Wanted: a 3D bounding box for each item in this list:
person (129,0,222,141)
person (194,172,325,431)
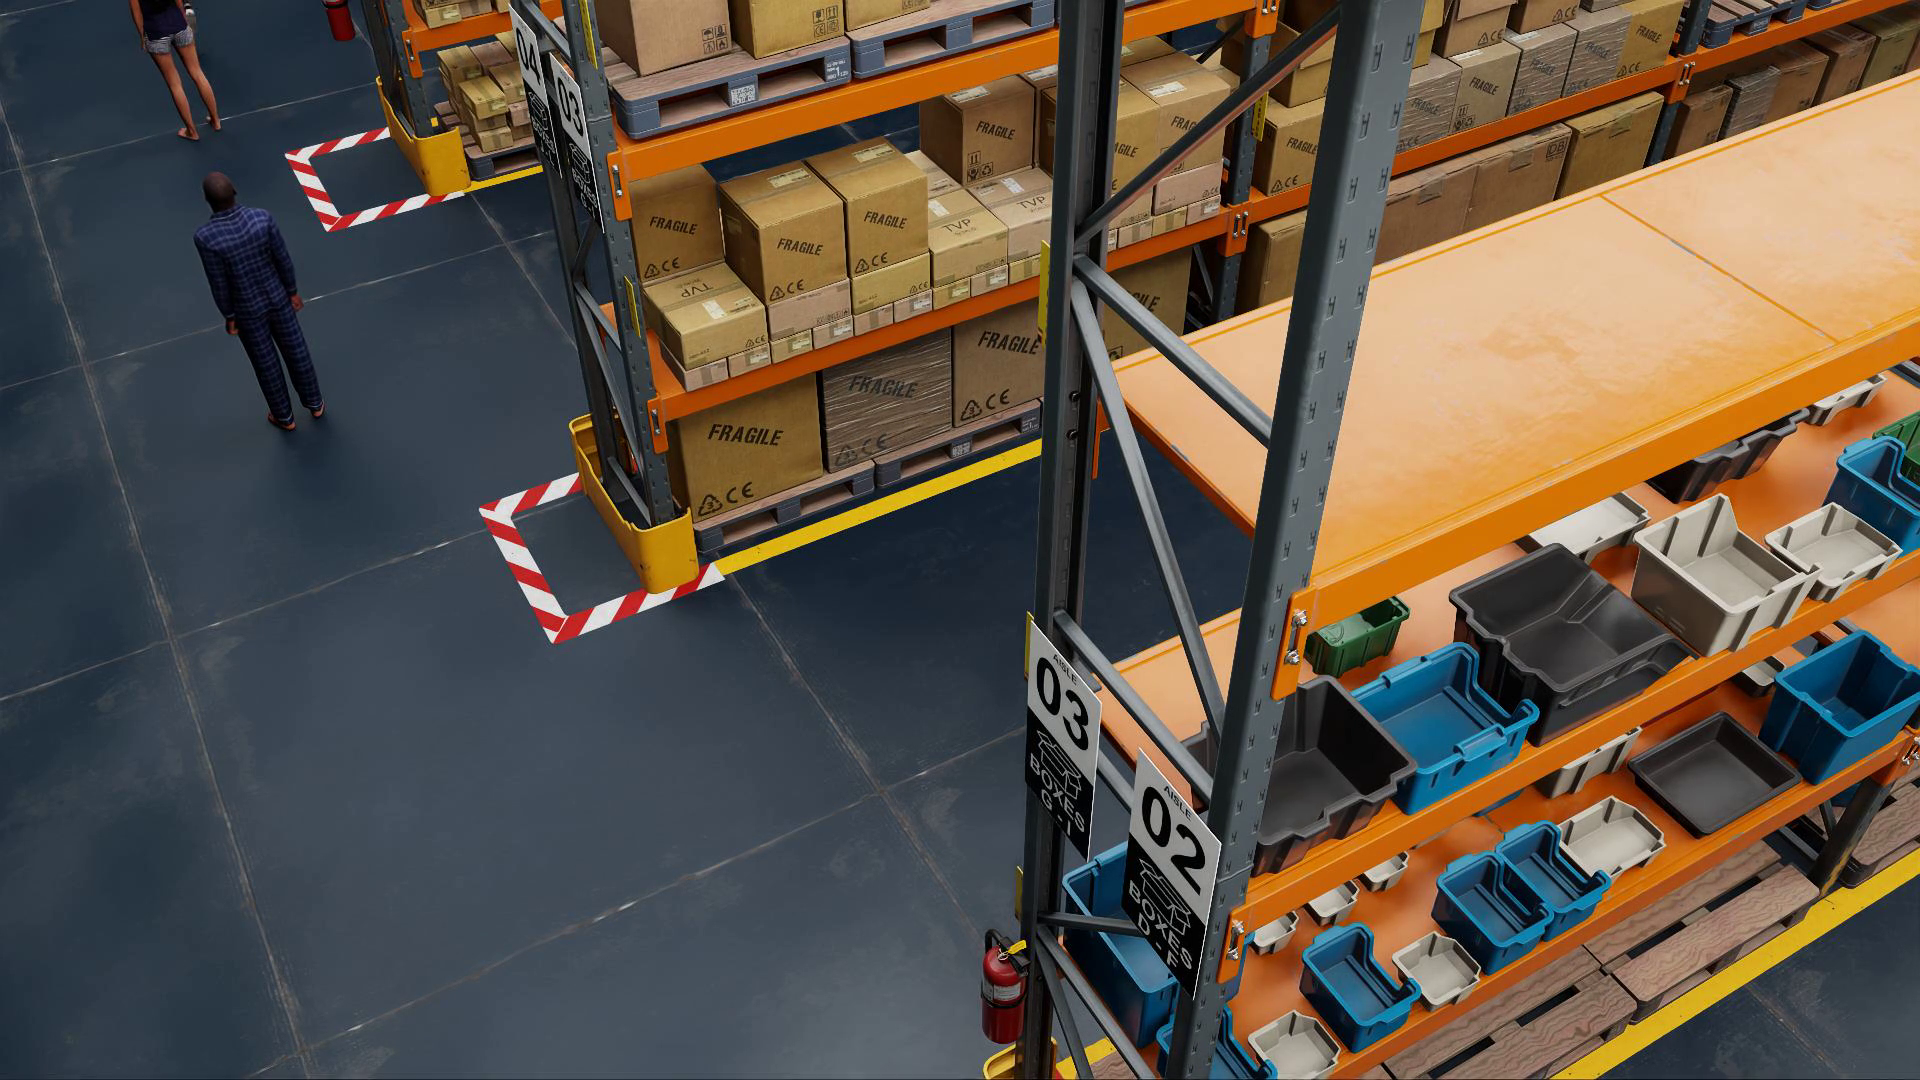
[{"bbox_3d":[-6.260,-4.005,13.107,0.686,1.765,0.550,33,52,30],"label":"person"},{"bbox_3d":[-4.374,-1.486,10.367,0.586,1.824,0.757,-28,50,-27],"label":"person"}]
